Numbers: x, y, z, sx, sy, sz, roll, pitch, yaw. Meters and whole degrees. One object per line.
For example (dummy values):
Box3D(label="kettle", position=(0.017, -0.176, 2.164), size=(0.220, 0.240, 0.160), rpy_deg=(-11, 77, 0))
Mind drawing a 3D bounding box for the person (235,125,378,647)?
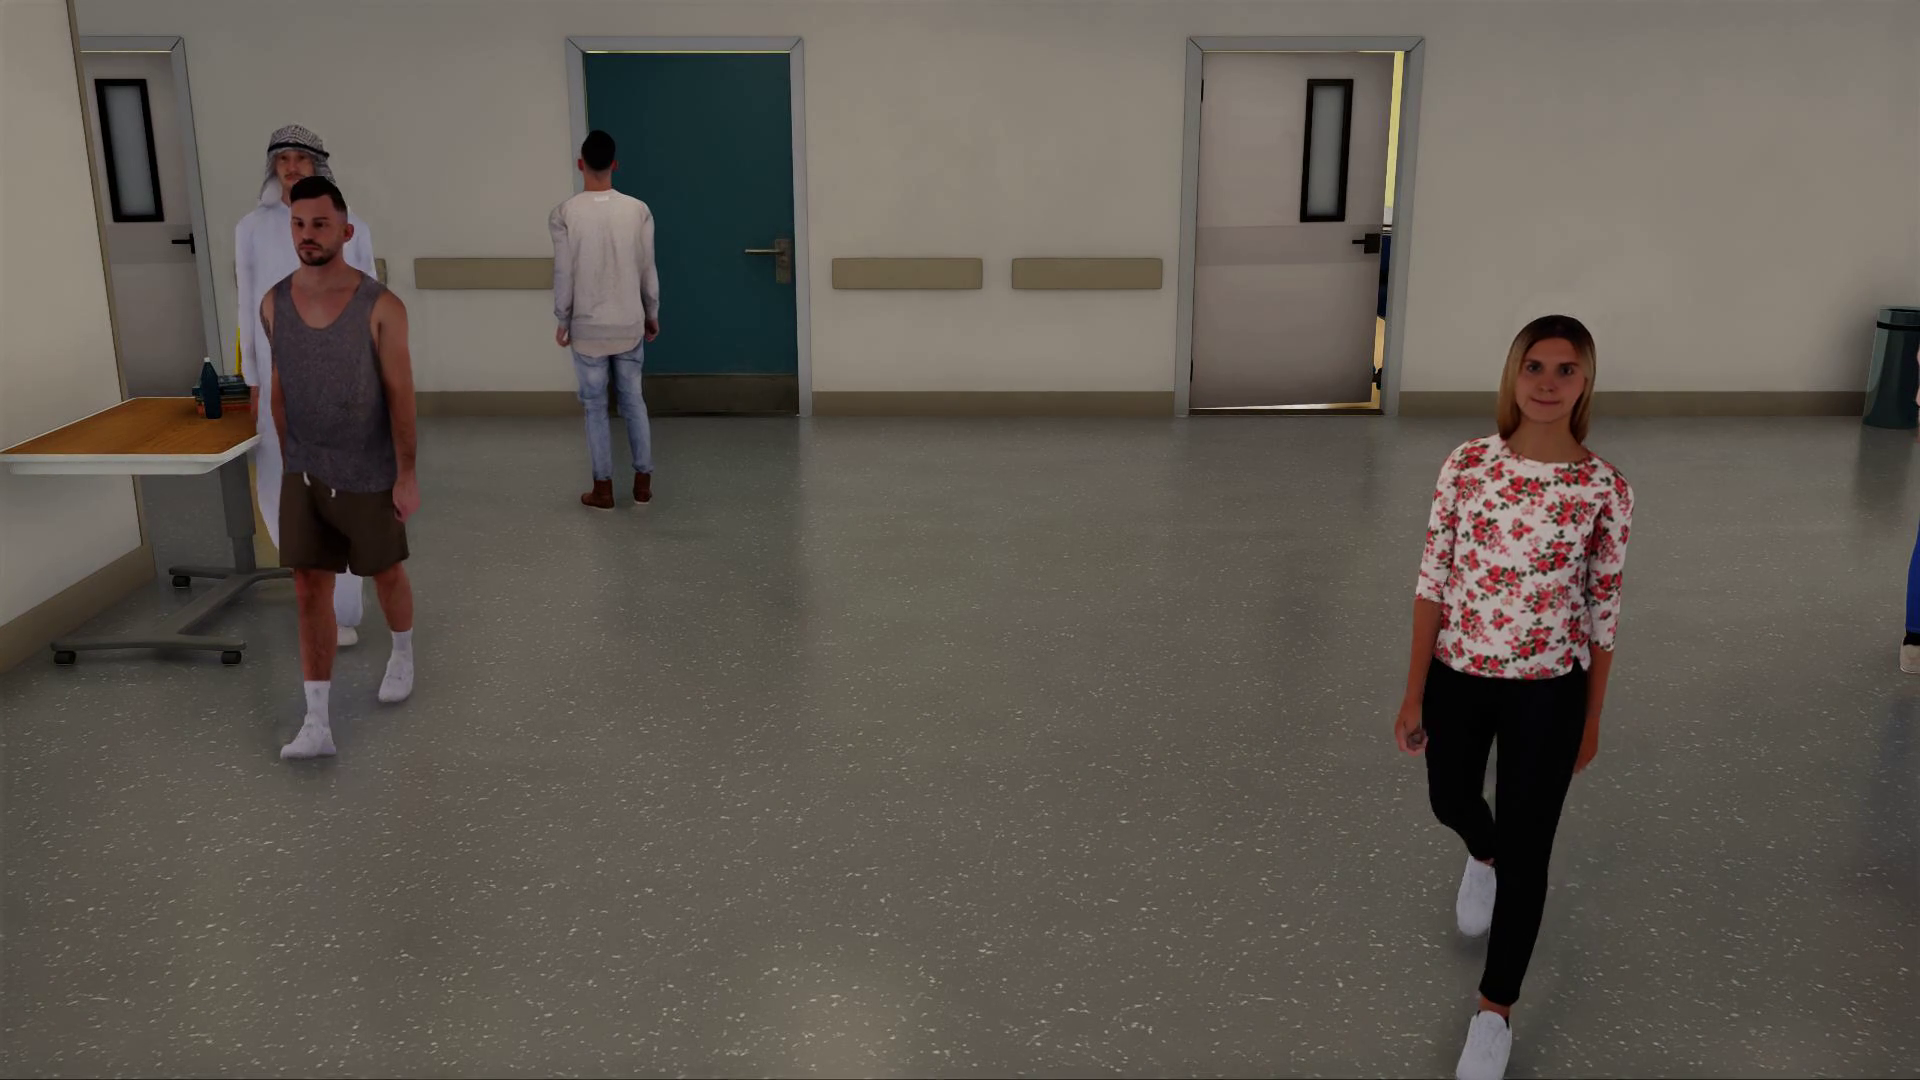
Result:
Box3D(label="person", position=(-2.444, -0.587, 6.318), size=(1.033, 1.907, 0.917), rpy_deg=(-5, 16, -16))

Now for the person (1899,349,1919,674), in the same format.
Box3D(label="person", position=(3.577, -0.374, 5.816), size=(0.770, 1.770, 0.711), rpy_deg=(-15, 22, -42))

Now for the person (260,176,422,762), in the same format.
Box3D(label="person", position=(-1.973, -0.234, 5.420), size=(1.100, 1.789, 0.723), rpy_deg=(0, 16, -1))

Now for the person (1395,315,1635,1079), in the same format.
Box3D(label="person", position=(1.218, 0.310, 3.693), size=(1.086, 1.605, 0.995), rpy_deg=(9, 18, 30))

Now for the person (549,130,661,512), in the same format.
Box3D(label="person", position=(-1.731, -1.069, 8.153), size=(0.680, 1.839, 0.821), rpy_deg=(-9, 18, -28))
